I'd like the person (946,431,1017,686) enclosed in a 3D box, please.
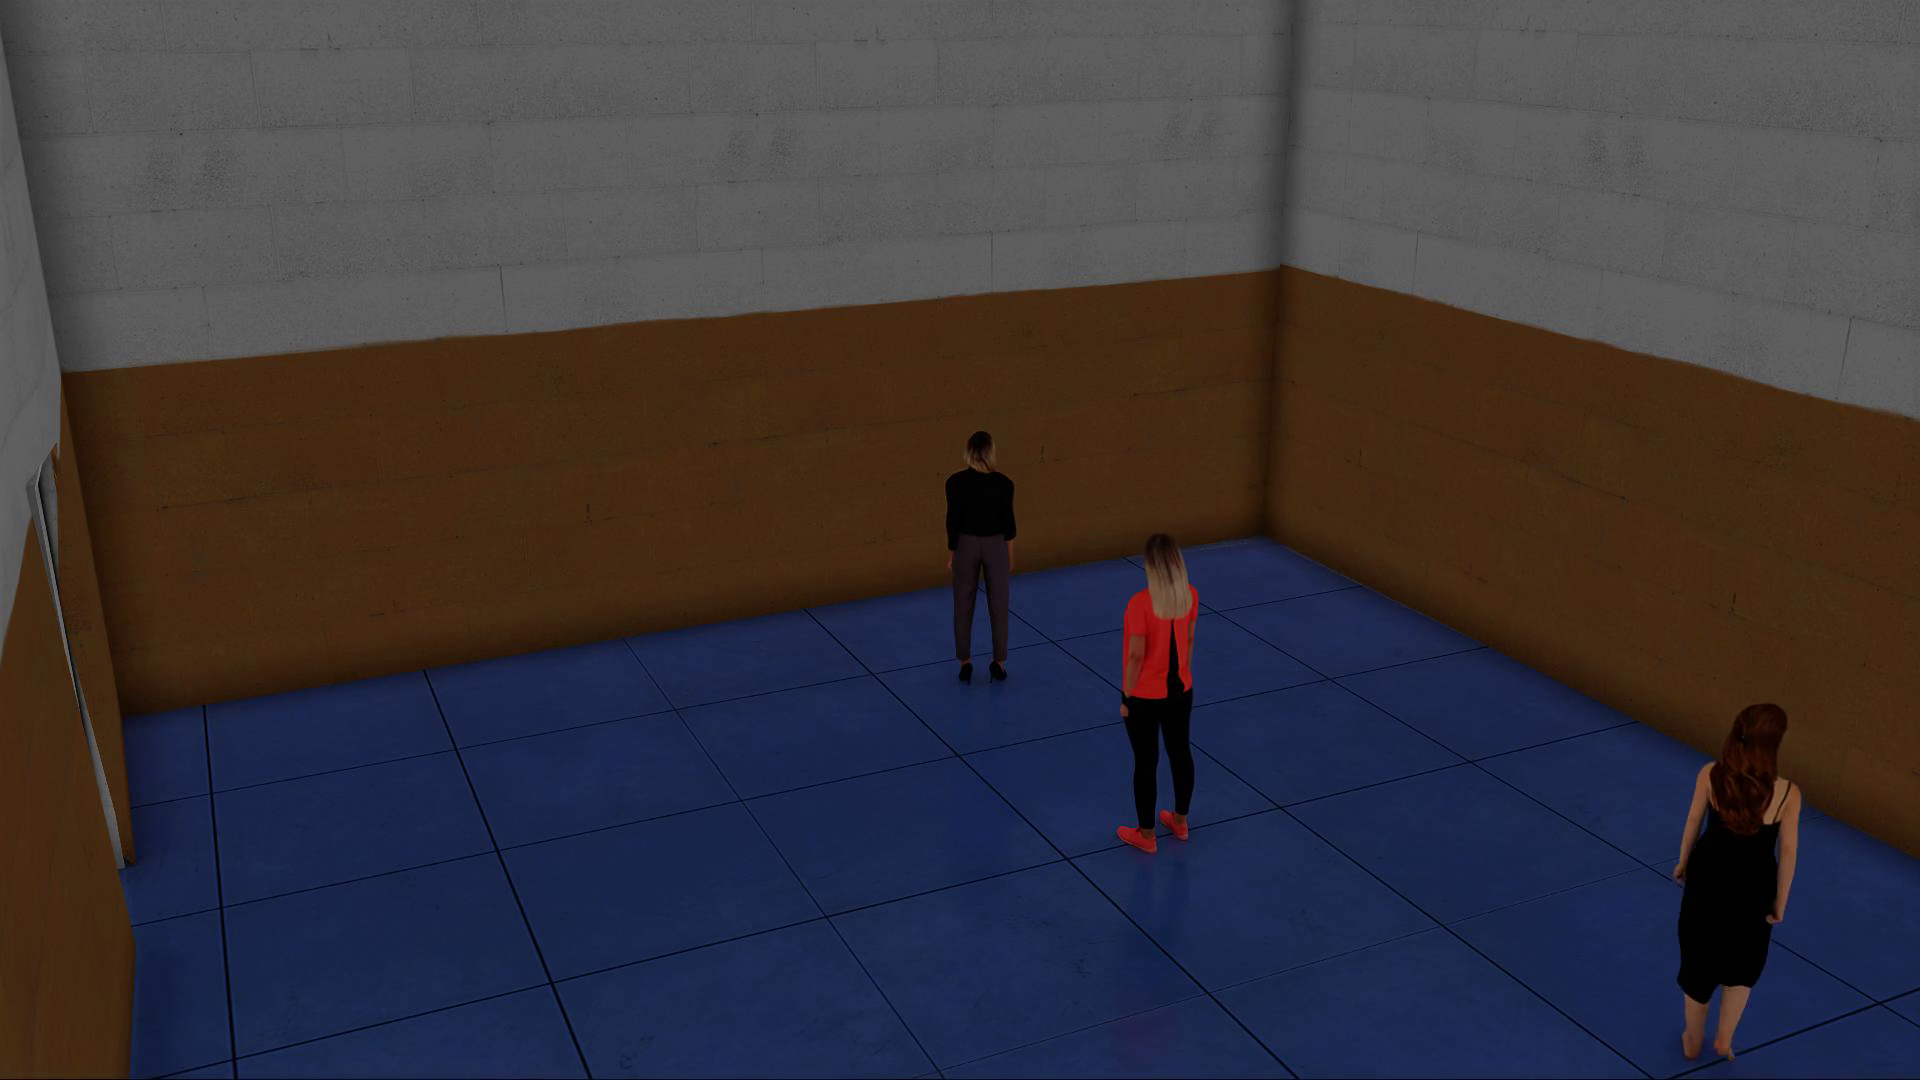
[{"bbox_3d":[0.131,0.120,10.551,0.624,1.672,0.738,1,19,4],"label":"person"}]

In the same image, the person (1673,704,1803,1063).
[{"bbox_3d":[3.099,1.442,6.718,0.769,1.615,0.834,10,21,27],"label":"person"}]

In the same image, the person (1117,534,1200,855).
[{"bbox_3d":[1.027,0.781,8.554,0.500,1.693,0.671,-12,22,-31],"label":"person"}]
